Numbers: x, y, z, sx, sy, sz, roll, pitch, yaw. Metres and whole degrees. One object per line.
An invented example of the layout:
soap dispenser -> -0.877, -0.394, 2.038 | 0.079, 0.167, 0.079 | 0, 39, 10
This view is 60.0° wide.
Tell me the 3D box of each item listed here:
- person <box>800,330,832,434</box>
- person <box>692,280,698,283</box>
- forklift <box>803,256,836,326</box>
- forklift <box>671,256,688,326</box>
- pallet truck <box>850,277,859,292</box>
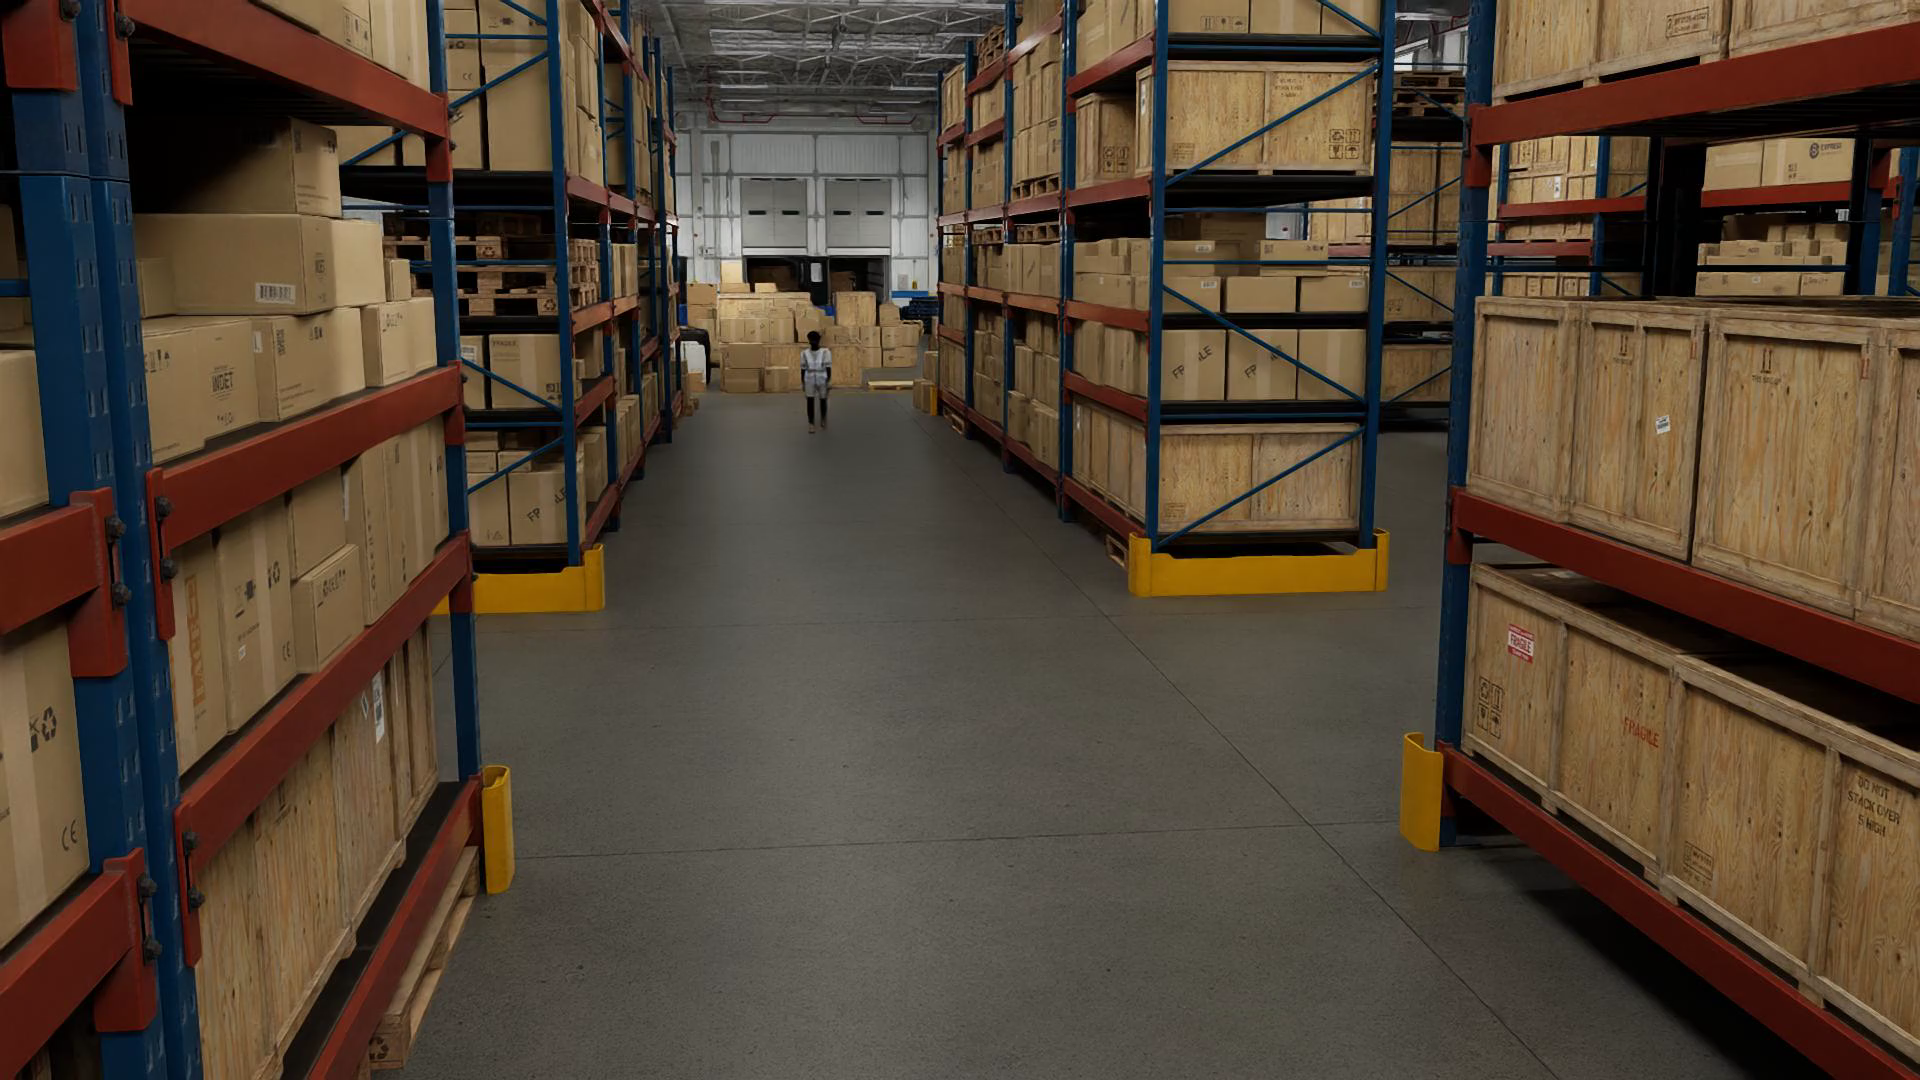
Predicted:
person -> -2.344, -2.591, 27.140 | 0.538, 1.676, 0.630 | 0, 10, 0
person -> -9.999, -8.857, 62.901 | 0.587, 1.928, 0.381 | -1, 10, -4
forklift -> -5.026, -8.560, 58.401 | 1.129, 2.768, 1.873 | -9, 13, -41
forklift -> -10.150, -8.825, 59.945 | 1.873, 2.768, 1.129 | 4, 11, 24
pallet truck -> -3.782, -9.391, 65.808 | 1.885, 1.965, 0.823 | 2, 10, 10
